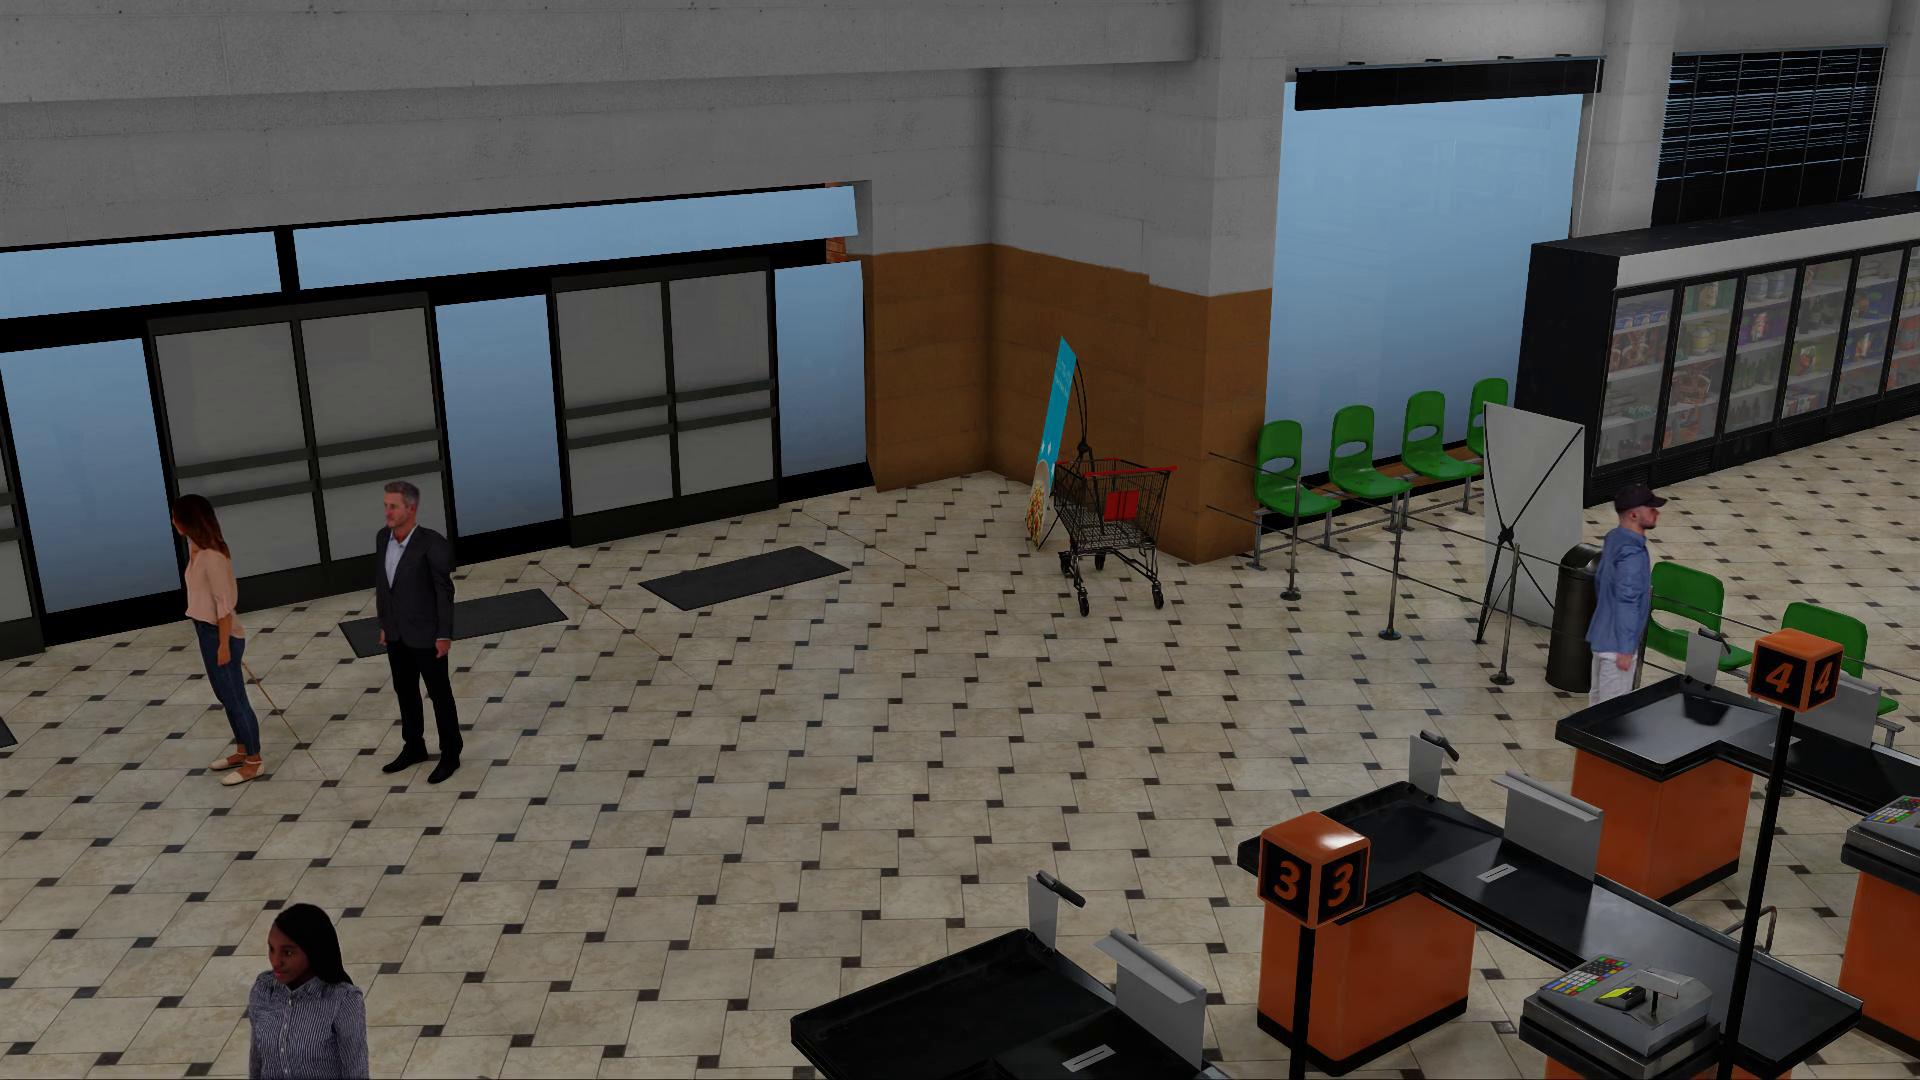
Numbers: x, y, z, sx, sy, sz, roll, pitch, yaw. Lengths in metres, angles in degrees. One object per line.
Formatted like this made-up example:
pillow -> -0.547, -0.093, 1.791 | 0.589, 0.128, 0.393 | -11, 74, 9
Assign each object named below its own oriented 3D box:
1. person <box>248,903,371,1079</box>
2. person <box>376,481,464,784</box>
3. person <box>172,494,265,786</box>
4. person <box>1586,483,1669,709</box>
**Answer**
person -> -2.182, 2.013, 5.673 | 0.656, 1.725, 0.732 | 5, 19, 14
person -> -3.248, 0.522, 9.910 | 0.740, 1.842, 0.865 | 8, 20, 23
person -> -4.370, 0.577, 9.830 | 0.643, 1.789, 0.448 | -13, 23, -34
person -> 3.825, 0.575, 9.682 | 0.786, 1.887, 0.727 | 3, 19, 9
